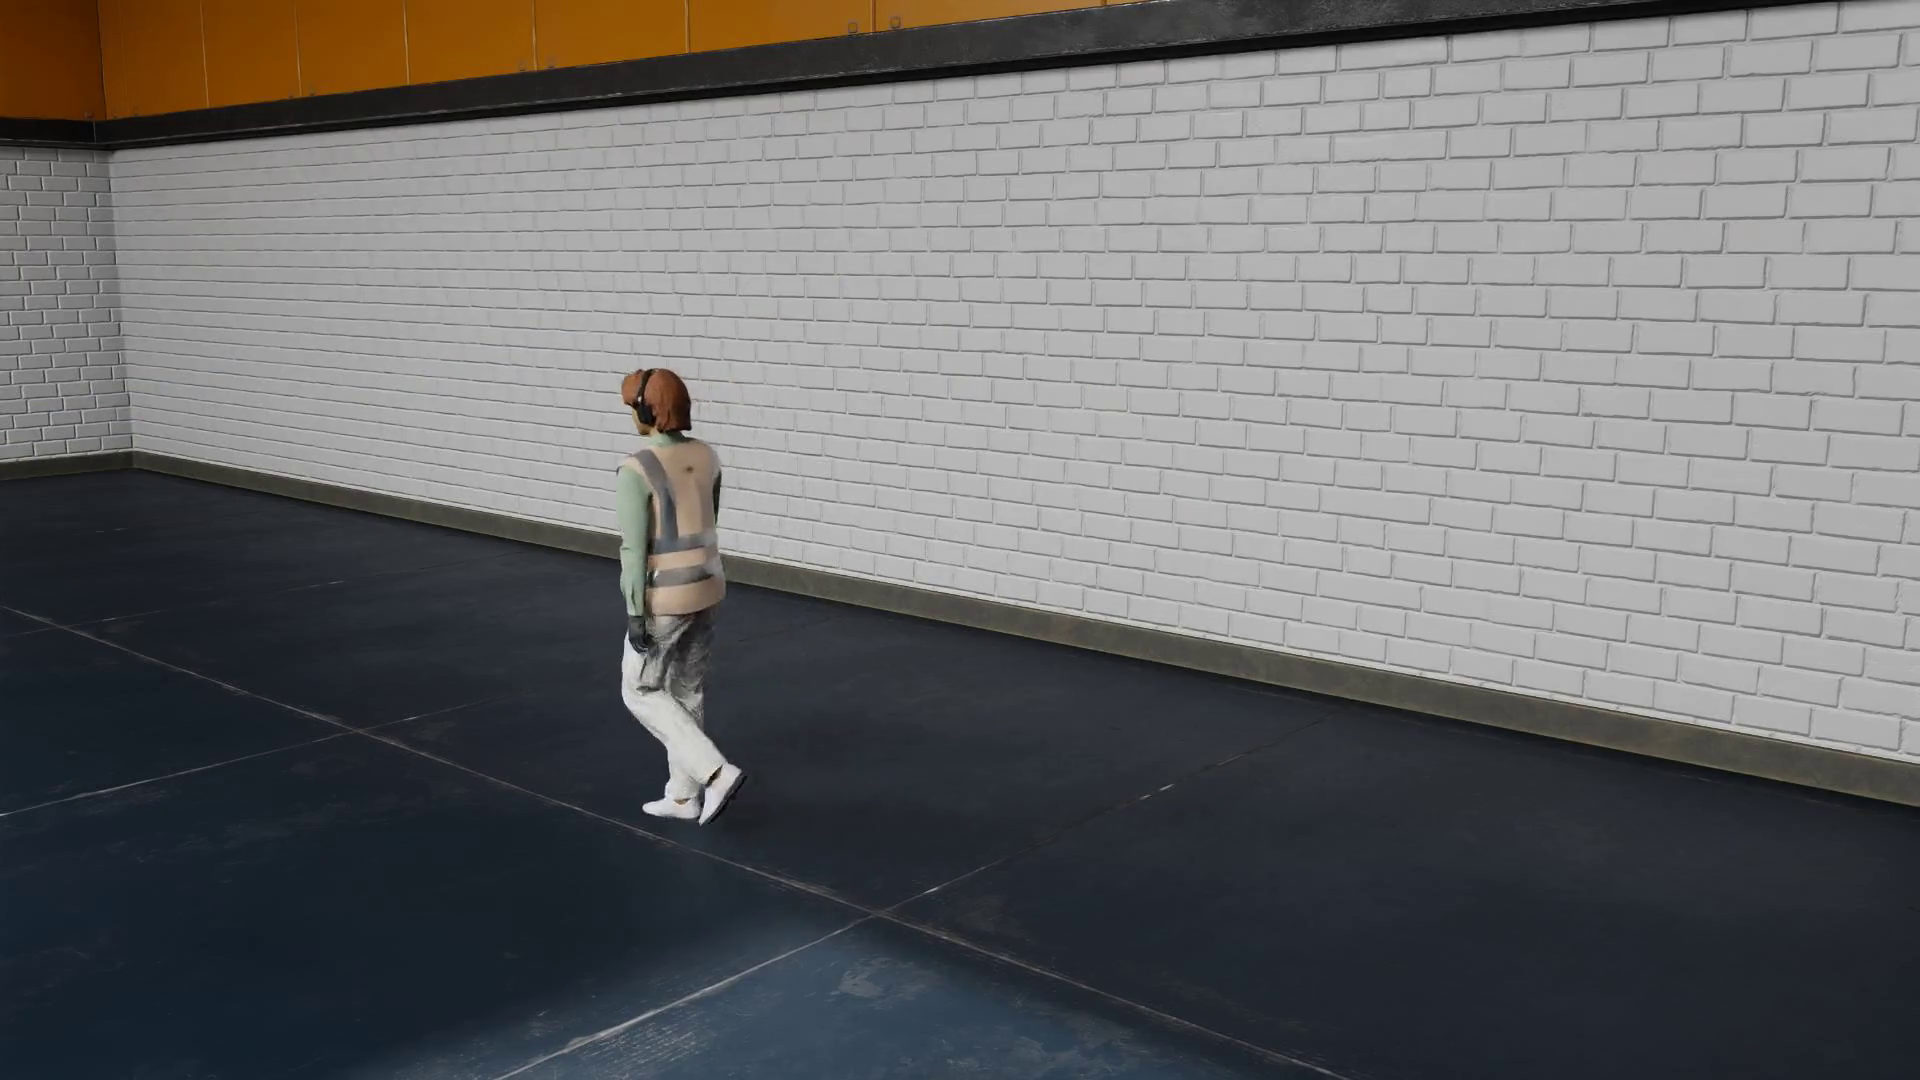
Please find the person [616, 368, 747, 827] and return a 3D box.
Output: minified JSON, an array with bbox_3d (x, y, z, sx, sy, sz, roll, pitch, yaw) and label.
[{"bbox_3d":[-0.946,0.221,5.727,0.440,1.625,0.514,6,11,29],"label":"person"}]
